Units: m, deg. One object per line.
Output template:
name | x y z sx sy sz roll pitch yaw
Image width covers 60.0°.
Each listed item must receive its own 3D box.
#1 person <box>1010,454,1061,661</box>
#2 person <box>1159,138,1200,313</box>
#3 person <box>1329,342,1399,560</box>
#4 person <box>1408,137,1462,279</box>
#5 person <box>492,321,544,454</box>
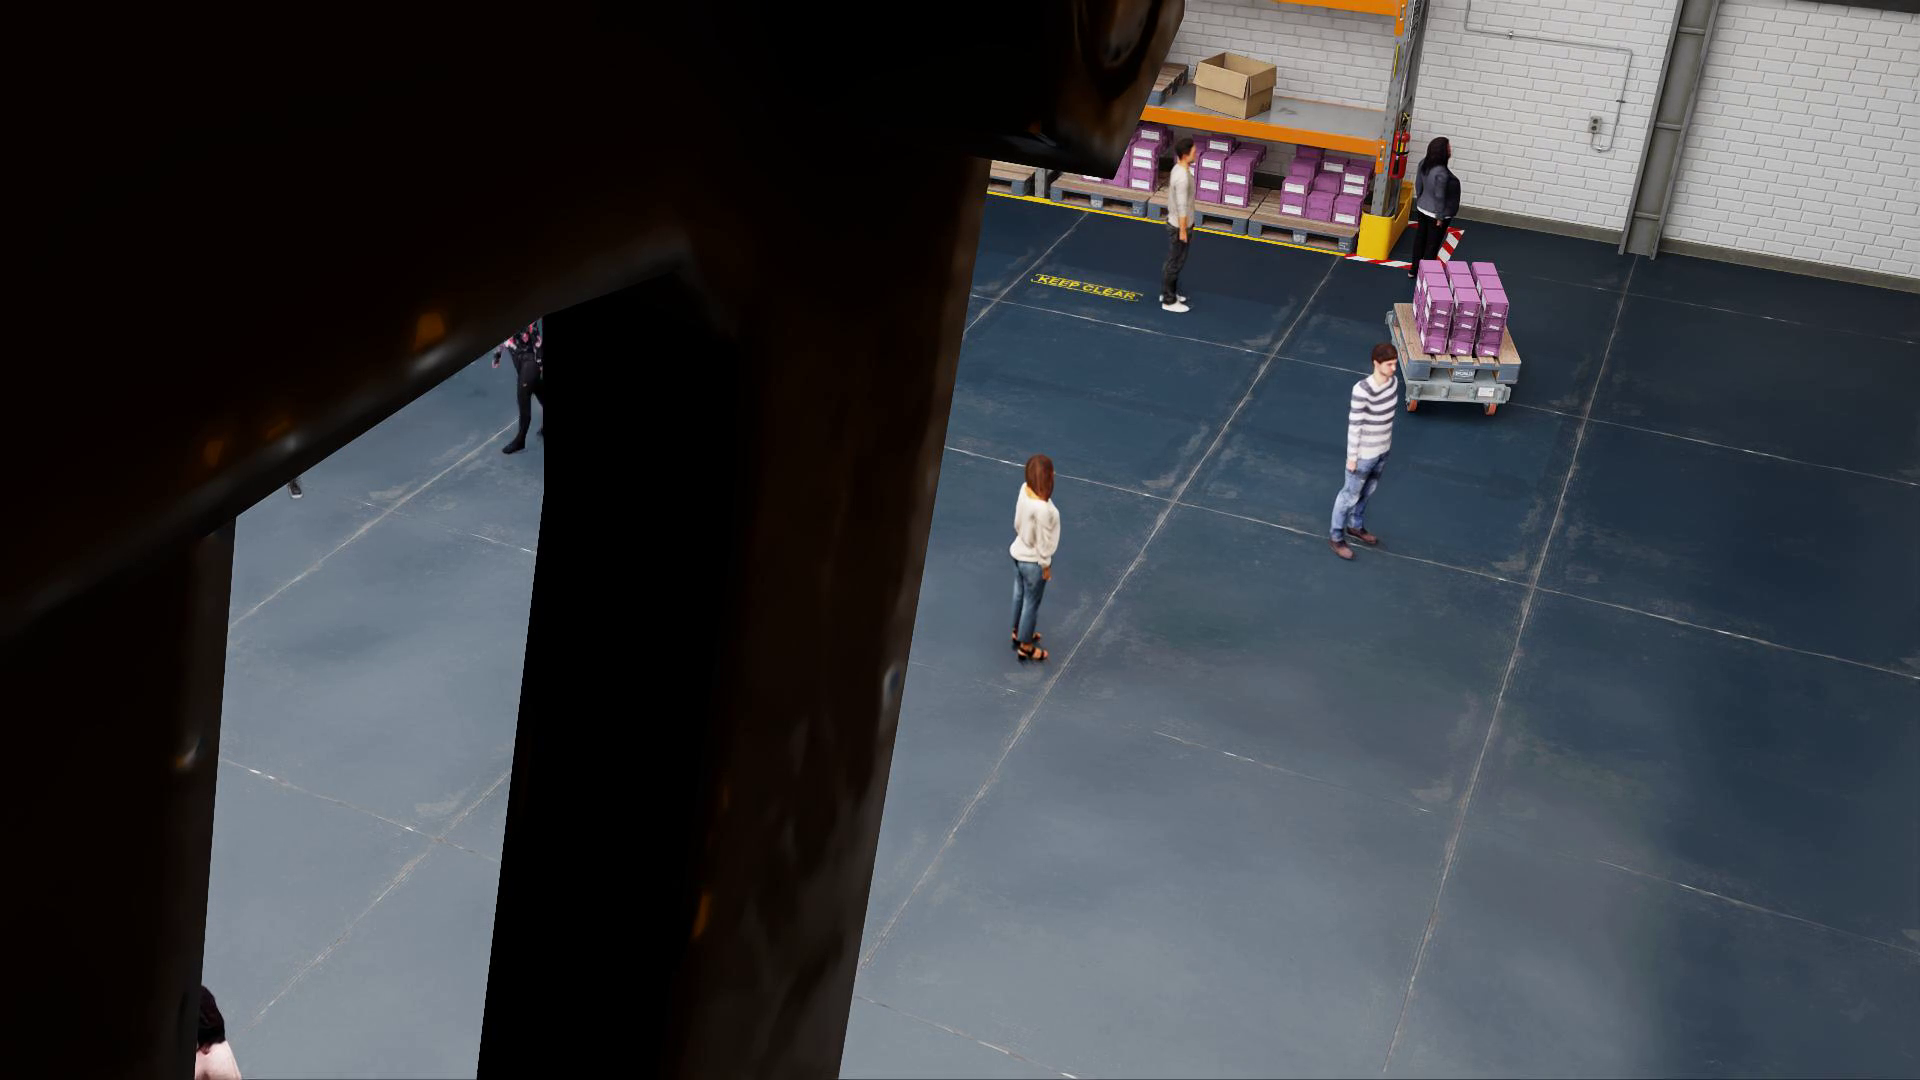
person | 0.514 0.117 12.076 0.741 1.677 0.699 -8 34 -12
person | 2.231 -3.233 16.994 0.675 1.811 0.728 2 34 3
person | 3.237 -0.742 13.211 0.720 1.851 0.674 -26 41 -33
person | 4.997 -3.478 17.556 0.854 1.598 0.801 -9 35 -14
person | -3.773 -1.634 14.731 0.837 1.654 0.936 -28 43 -35
